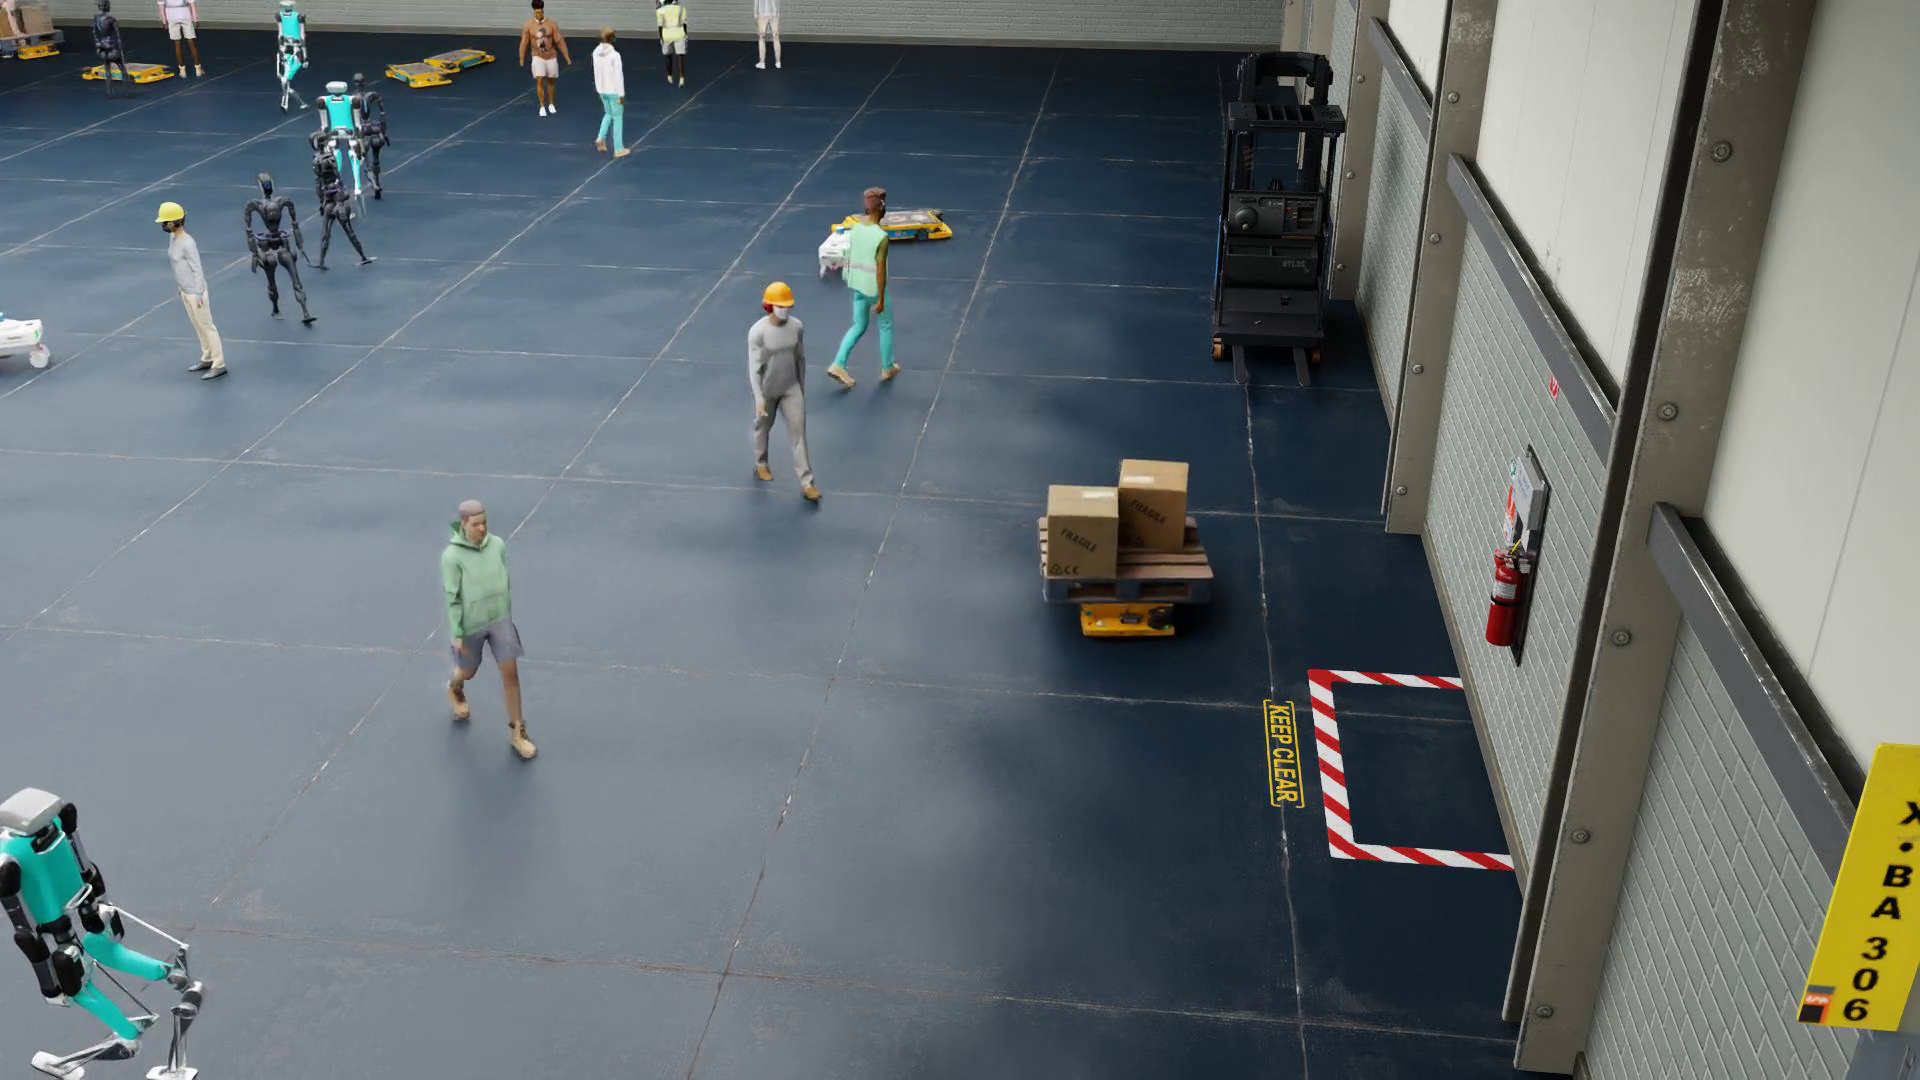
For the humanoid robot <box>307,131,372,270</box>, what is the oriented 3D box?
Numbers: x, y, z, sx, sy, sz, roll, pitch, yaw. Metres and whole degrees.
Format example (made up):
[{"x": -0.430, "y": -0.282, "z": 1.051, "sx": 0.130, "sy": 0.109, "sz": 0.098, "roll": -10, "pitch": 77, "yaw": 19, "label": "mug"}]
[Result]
[{"x": -7.398, "y": -3.971, "z": 19.542, "sx": 0.613, "sy": 1.624, "sz": 0.752, "roll": 23, "pitch": 35, "yaw": 38, "label": "humanoid robot"}]

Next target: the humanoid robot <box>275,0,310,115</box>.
[{"x": -11.065, "y": -7.857, "z": 27.205, "sx": 0.541, "sy": 1.761, "sz": 0.982, "roll": 7, "pitch": 27, "yaw": 13, "label": "humanoid robot"}]

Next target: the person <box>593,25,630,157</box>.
[{"x": -5.151, "y": -6.585, "z": 24.456, "sx": 0.508, "sy": 1.904, "sz": 0.490, "roll": 14, "pitch": 30, "yaw": 26, "label": "person"}]

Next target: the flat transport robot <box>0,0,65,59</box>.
[{"x": -18.069, "y": -9.442, "z": 31.987, "sx": 1.431, "sy": 0.231, "sz": 0.659, "roll": 16, "pitch": 31, "yaw": 28, "label": "flat transport robot"}]

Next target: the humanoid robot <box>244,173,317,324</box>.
[{"x": -7.295, "y": -3.101, "z": 17.793, "sx": 0.598, "sy": 1.625, "sz": 0.761, "roll": -20, "pitch": 33, "yaw": -34, "label": "humanoid robot"}]

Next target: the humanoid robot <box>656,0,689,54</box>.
[{"x": -5.492, "y": -10.206, "z": 31.874, "sx": 0.531, "sy": 1.767, "sz": 0.787, "roll": 13, "pitch": 29, "yaw": 24, "label": "humanoid robot"}]

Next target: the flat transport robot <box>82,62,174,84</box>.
[{"x": -14.961, "y": -8.396, "z": 29.900, "sx": 1.431, "sy": 0.231, "sz": 0.659, "roll": 8, "pitch": 28, "yaw": 15, "label": "flat transport robot"}]

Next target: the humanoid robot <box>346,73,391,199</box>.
[{"x": -8.027, "y": -5.498, "z": 22.580, "sx": 0.588, "sy": 1.647, "sz": 0.694, "roll": -17, "pitch": 31, "yaw": -30, "label": "humanoid robot"}]

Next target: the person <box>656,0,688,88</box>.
[{"x": -5.025, "y": -8.813, "z": 29.174, "sx": 0.533, "sy": 1.658, "sz": 0.846, "roll": -5, "pitch": 27, "yaw": -10, "label": "person"}]

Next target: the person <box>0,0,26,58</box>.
[{"x": -18.076, "y": -10.083, "z": 31.468, "sx": 0.698, "sy": 1.896, "sz": 0.434, "roll": 15, "pitch": 30, "yaw": 27, "label": "person"}]

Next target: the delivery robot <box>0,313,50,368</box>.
[{"x": -9.672, "y": -1.982, "z": 16.797, "sx": 0.818, "sy": 0.614, "sz": 0.499, "roll": -10, "pitch": 28, "yaw": -20, "label": "delivery robot"}]

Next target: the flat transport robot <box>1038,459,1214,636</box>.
[{"x": 1.210, "y": 0.307, "z": 12.525, "sx": 0.659, "sy": 0.231, "sz": 1.431, "roll": 0, "pitch": 27, "yaw": 0, "label": "flat transport robot"}]

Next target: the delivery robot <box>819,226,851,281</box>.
[{"x": -1.403, "y": -3.399, "z": 19.597, "sx": 0.499, "sy": 0.587, "sz": 0.785, "roll": 6, "pitch": 27, "yaw": 12, "label": "delivery robot"}]

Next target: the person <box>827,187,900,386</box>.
[{"x": -0.923, "y": -2.430, "z": 16.125, "sx": 0.484, "sy": 1.949, "sz": 0.839, "roll": 20, "pitch": 33, "yaw": 35, "label": "person"}]

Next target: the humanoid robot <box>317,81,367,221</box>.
[{"x": -7.895, "y": -4.871, "z": 21.347, "sx": 0.548, "sy": 1.889, "sz": 0.739, "roll": -6, "pitch": 27, "yaw": -12, "label": "humanoid robot"}]

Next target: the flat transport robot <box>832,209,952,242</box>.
[{"x": -0.865, "y": -3.948, "z": 21.021, "sx": 1.431, "sy": 0.231, "sz": 0.659, "roll": -6, "pitch": 27, "yaw": -12, "label": "flat transport robot"}]

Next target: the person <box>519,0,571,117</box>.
[{"x": -6.739, "y": -7.824, "z": 27.018, "sx": 0.784, "sy": 1.825, "sz": 0.766, "roll": -9, "pitch": 28, "yaw": -17, "label": "person"}]

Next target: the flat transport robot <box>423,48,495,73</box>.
[{"x": -9.337, "y": -8.894, "z": 30.893, "sx": 0.659, "sy": 0.231, "sz": 1.431, "roll": 9, "pitch": 28, "yaw": 17, "label": "flat transport robot"}]

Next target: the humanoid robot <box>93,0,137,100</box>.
[{"x": -14.429, "y": -8.317, "z": 28.199, "sx": 0.624, "sy": 1.651, "sz": 0.537, "roll": 8, "pitch": 28, "yaw": 16, "label": "humanoid robot"}]

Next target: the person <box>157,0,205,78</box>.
[{"x": -14.013, "y": -9.364, "z": 29.856, "sx": 0.615, "sy": 2.039, "sz": 0.379, "roll": -11, "pitch": 29, "yaw": -20, "label": "person"}]

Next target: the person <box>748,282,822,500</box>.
[{"x": -1.513, "y": -1.265, "z": 13.909, "sx": 0.554, "sy": 1.849, "sz": 0.988, "roll": -14, "pitch": 30, "yaw": -25, "label": "person"}]

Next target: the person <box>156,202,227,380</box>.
[{"x": -7.579, "y": -2.453, "z": 16.364, "sx": 0.328, "sy": 1.767, "sz": 0.527, "roll": -21, "pitch": 34, "yaw": -36, "label": "person"}]

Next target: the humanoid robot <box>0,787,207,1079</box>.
[{"x": -3.949, "y": 1.905, "z": 7.681, "sx": 1.004, "sy": 1.724, "sz": 0.547, "roll": 3, "pitch": 27, "yaw": 6, "label": "humanoid robot"}]

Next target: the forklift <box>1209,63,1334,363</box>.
[{"x": 3.241, "y": -3.477, "z": 17.183, "sx": 1.129, "sy": 2.768, "sz": 1.873, "roll": 3, "pitch": 27, "yaw": 6, "label": "forklift"}]

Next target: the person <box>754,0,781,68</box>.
[{"x": -3.552, "y": -9.656, "z": 30.643, "sx": 0.500, "sy": 1.864, "sz": 0.419, "roll": -9, "pitch": 28, "yaw": -18, "label": "person"}]

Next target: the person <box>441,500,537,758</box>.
[{"x": -3.049, "y": 0.500, "z": 10.526, "sx": 0.470, "sy": 1.711, "sz": 0.838, "roll": -20, "pitch": 33, "yaw": -34, "label": "person"}]

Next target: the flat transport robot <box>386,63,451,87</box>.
[{"x": -9.695, "y": -8.318, "z": 29.744, "sx": 0.659, "sy": 0.231, "sz": 1.431, "roll": -19, "pitch": 32, "yaw": -33, "label": "flat transport robot"}]
